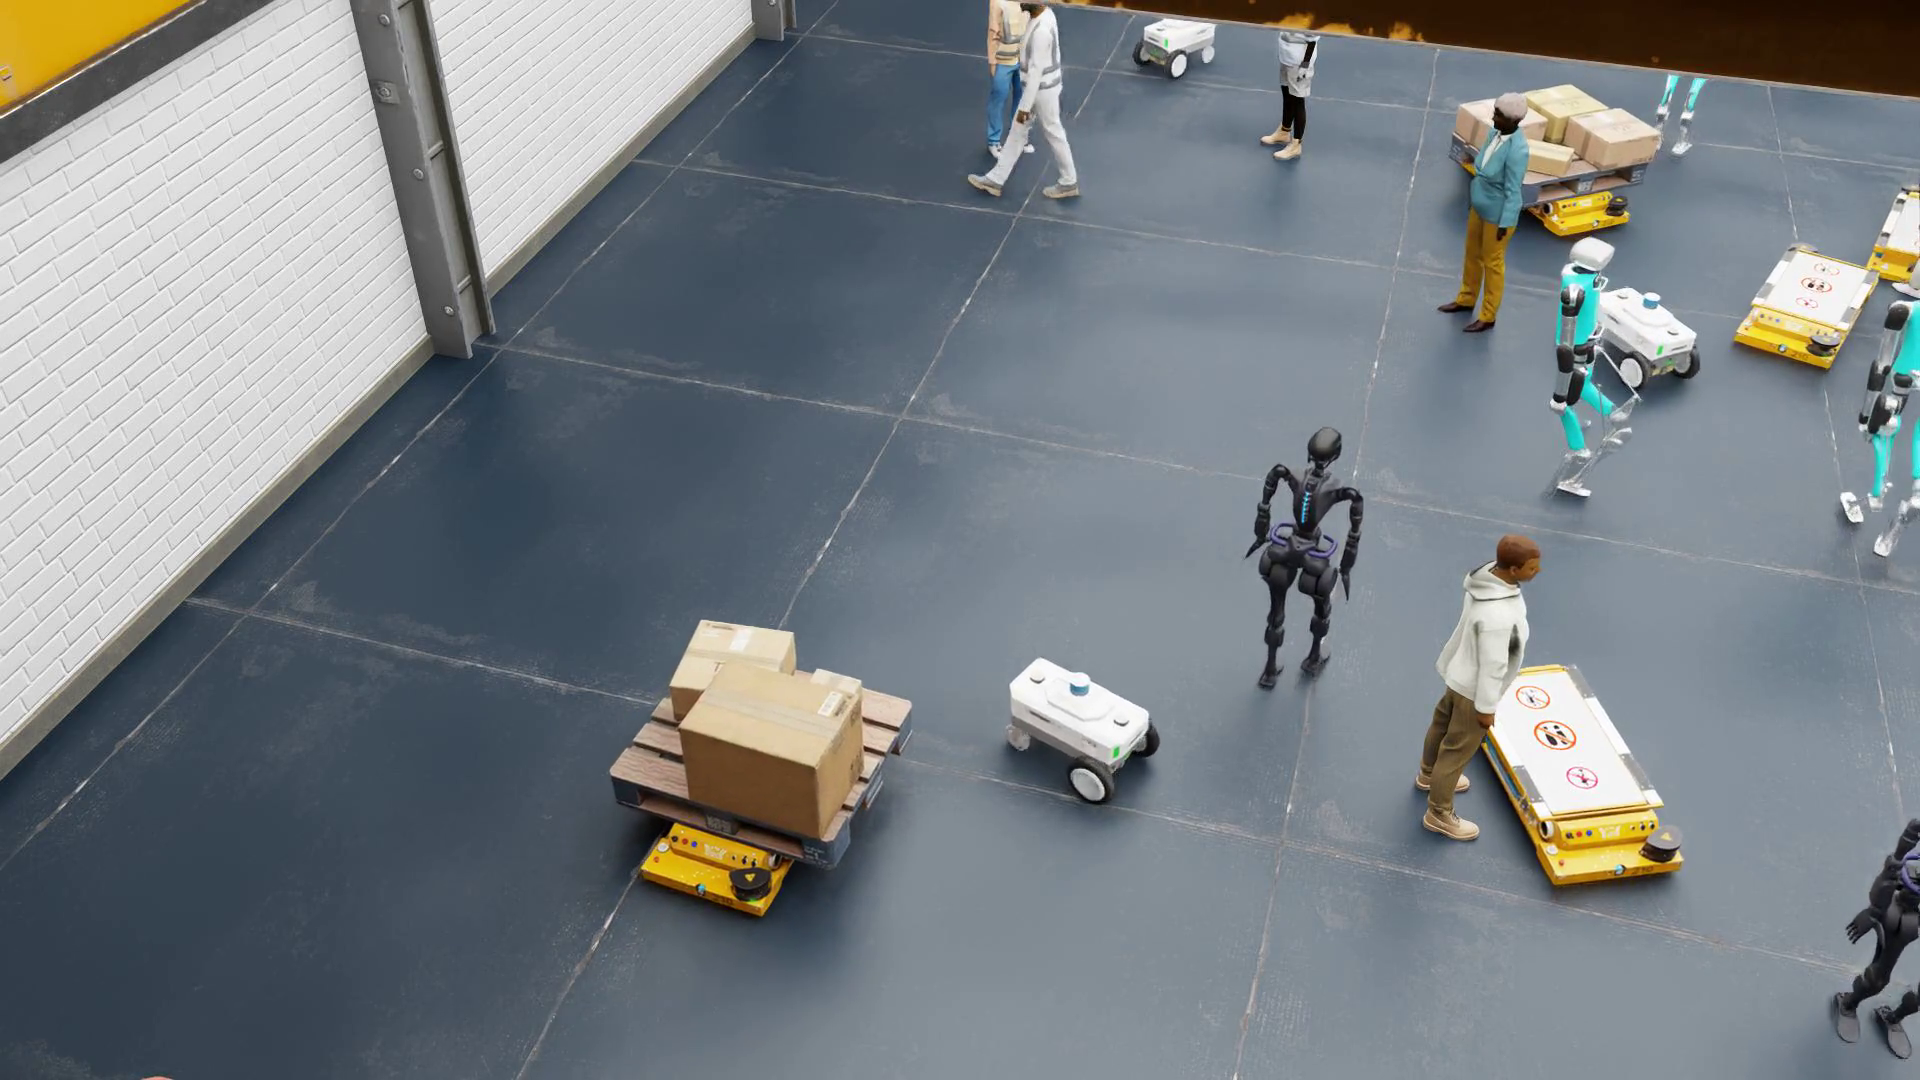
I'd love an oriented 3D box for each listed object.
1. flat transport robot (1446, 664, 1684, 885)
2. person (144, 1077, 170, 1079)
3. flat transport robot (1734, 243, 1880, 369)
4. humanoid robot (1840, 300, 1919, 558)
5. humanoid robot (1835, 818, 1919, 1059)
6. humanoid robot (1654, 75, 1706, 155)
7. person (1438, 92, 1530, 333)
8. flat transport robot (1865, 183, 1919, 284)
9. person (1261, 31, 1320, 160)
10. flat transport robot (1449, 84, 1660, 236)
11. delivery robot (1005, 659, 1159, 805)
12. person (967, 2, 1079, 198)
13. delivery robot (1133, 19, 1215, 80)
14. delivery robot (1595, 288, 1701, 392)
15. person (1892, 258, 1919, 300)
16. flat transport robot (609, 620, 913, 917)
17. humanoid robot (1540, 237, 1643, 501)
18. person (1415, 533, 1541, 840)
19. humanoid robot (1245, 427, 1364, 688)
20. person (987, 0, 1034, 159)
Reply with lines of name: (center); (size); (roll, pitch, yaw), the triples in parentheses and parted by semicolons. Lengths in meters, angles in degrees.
flat transport robot: (3.091, 1.143, 8.583); (0.659, 0.231, 1.431); (-5, 39, -7)
person: (-2.516, 2.444, 5.635); (0.547, 1.933, 0.371); (29, 47, 31)
flat transport robot: (6.214, -1.731, 12.158); (0.659, 0.231, 1.431); (24, 45, 27)
humanoid robot: (5.467, -0.593, 9.590); (0.544, 1.760, 0.907); (12, 40, 14)
humanoid robot: (4.079, 1.556, 6.946); (0.602, 1.656, 0.325); (6, 39, 7)
humanoid robot: (5.996, -3.960, 13.652); (0.533, 1.677, 0.735); (20, 43, 23)
person: (3.729, -2.302, 11.690); (0.341, 1.747, 0.523); (-7, 39, -9)
flat transport robot: (7.526, -2.341, 12.917); (0.659, 0.231, 1.431); (22, 44, 25)
person: (2.789, -4.017, 13.859); (0.316, 1.695, 0.541); (-7, 39, -9)
flat transport robot: (4.773, -2.937, 13.657); (0.659, 0.231, 1.431); (-14, 41, -16)
delivery robot: (0.622, 0.946, 8.602); (0.791, 0.598, 0.499); (25, 45, 28)
person: (0.554, -3.553, 13.172); (0.951, 1.836, 0.597); (-2, 39, -3)
delivery robot: (2.050, -4.708, 15.629); (0.793, 0.590, 0.499); (-28, 47, -30)
delivery robot: (4.749, -1.405, 11.539); (0.499, 0.614, 0.790); (-14, 41, -17)
person: (7.244, -2.503, 12.018); (0.511, 1.644, 0.305); (-10, 40, -13)
flat transport robot: (-0.983, 1.243, 8.458); (0.659, 0.231, 1.431); (14, 41, 17)
humanoid robot: (3.840, -0.892, 10.019); (0.740, 1.869, 0.538); (20, 43, 23)
person: (2.452, 0.676, 7.966); (0.364, 1.767, 0.531); (5, 39, 6)
humanoid robot: (1.805, 0.064, 8.800); (0.599, 1.653, 0.399); (19, 43, 22)
person: (0.433, -4.031, 13.860); (0.482, 1.719, 0.376); (-19, 43, -22)
